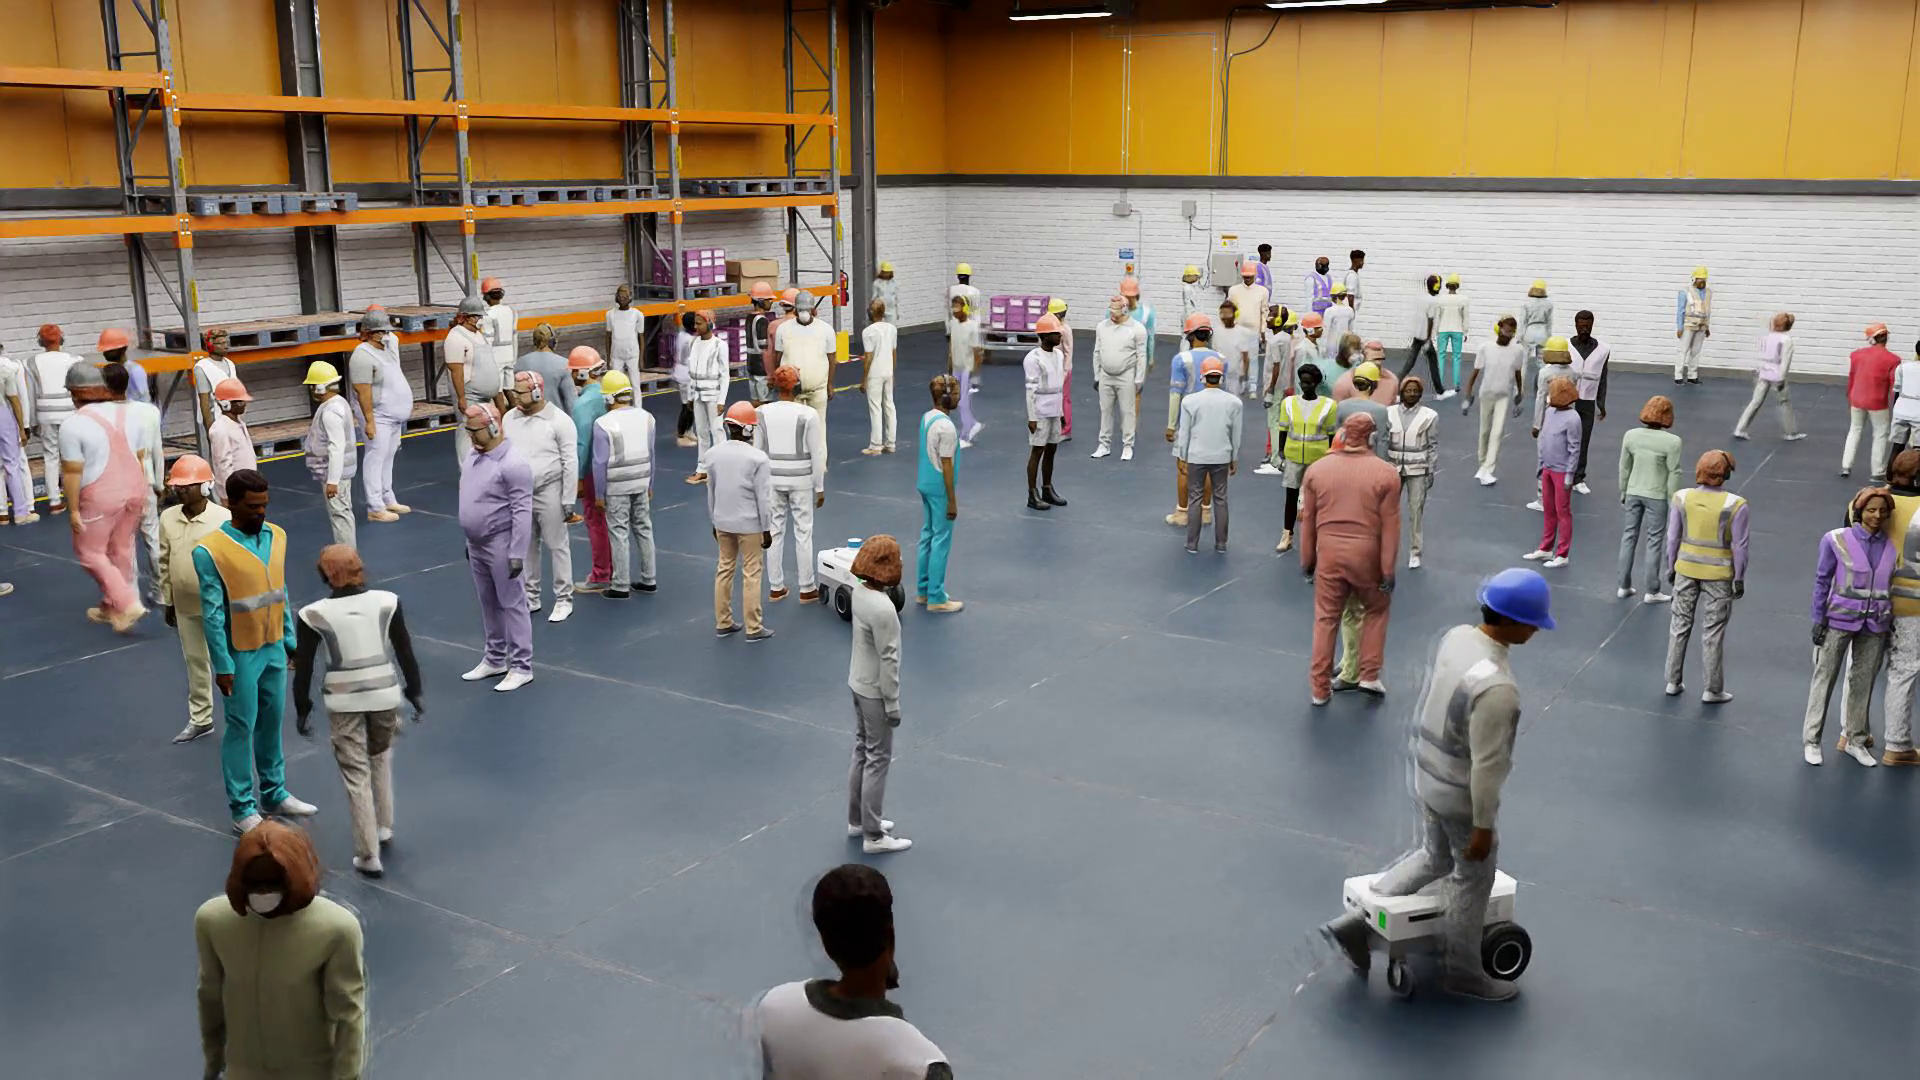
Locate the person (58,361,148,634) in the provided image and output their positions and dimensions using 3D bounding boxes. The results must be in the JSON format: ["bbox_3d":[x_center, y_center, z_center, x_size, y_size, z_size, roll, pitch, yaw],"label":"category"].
[{"bbox_3d":[-6.285,-0.330,12.239,0.682,2.000,0.706,5,14,20],"label":"person"}]

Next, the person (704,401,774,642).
[{"bbox_3d":[-1.576,-0.139,12.058,0.568,1.743,0.350,8,15,30],"label":"person"}]

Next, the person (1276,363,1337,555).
[{"bbox_3d":[3.051,-0.712,14.647,0.540,1.695,0.317,6,14,23],"label":"person"}]

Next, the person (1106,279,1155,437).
[{"bbox_3d":[2.119,-2.278,20.843,0.616,1.983,1.091,3,13,11],"label":"person"}]

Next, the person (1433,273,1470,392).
[{"bbox_3d":[7.323,-3.099,24.846,0.525,1.772,0.308,4,13,15],"label":"person"}]

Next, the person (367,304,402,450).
[{"bbox_3d":[-6.901,-1.930,19.798,0.562,1.755,0.318,8,15,32],"label":"person"}]

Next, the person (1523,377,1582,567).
[{"bbox_3d":[5.101,-0.583,14.228,0.282,1.633,0.498,-3,13,-11],"label":"person"}]

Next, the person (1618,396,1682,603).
[{"bbox_3d":[5.422,-0.325,13.105,0.282,1.633,0.501,-9,16,-35],"label":"person"}]

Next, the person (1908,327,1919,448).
[{"bbox_3d":[11.738,-2.019,19.992,0.517,1.843,0.326,0,13,1],"label":"person"}]

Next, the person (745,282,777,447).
[{"bbox_3d":[-2.290,-1.973,19.359,0.375,2.044,0.607,-6,14,-25],"label":"person"}]

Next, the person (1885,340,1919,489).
[{"bbox_3d":[9.766,-1.248,16.999,0.319,1.688,0.540,-6,14,-26],"label":"person"}]

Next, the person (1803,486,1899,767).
[{"bbox_3d":[5.139,0.494,9.538,0.514,1.642,0.310,1,13,5],"label":"person"}]

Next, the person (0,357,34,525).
[{"bbox_3d":[-9.166,-1.082,15.855,0.356,1.879,0.575,10,16,37],"label":"person"}]

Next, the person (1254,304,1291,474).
[{"bbox_3d":[3.471,-1.660,18.370,0.321,1.876,0.532,6,14,24],"label":"person"}]

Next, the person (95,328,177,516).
[{"bbox_3d":[-7.948,-1.072,15.817,0.601,1.870,1.016,12,17,41],"label":"person"}]

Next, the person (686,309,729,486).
[{"bbox_3d":[-2.696,-1.512,17.714,0.576,1.882,0.355,10,16,37],"label":"person"}]

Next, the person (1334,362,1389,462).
[{"bbox_3d":[3.425,-0.638,14.204,0.338,1.760,0.529,-10,16,-38],"label":"person"}]

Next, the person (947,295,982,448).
[{"bbox_3d":[0.054,-2.024,20.014,0.449,1.848,0.543,-11,17,-39],"label":"person"}]

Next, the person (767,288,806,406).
[{"bbox_3d":[-1.911,-1.878,19.048,0.611,1.996,0.378,6,14,26],"label":"person"}]

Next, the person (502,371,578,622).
[{"bbox_3d":[-3.185,-0.325,12.519,0.644,1.903,0.400,5,14,22],"label":"person"}]

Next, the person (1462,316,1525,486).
[{"bbox_3d":[5.700,-1.495,17.795,0.625,1.805,0.927,3,13,13],"label":"person"}]

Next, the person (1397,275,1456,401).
[{"bbox_3d":[6.656,-2.877,23.815,1.007,1.806,0.541,-5,14,-19],"label":"person"}]

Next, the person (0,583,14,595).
[{"bbox_3d":[-7.922,-0.518,13.153,0.612,1.995,0.382,3,13,12],"label":"person"}]

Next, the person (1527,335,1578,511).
[{"bbox_3d":[5.885,-1.158,16.505,0.480,1.733,0.347,-7,14,-26],"label":"person"}]

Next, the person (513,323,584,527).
[{"bbox_3d":[-3.881,-1.082,15.722,0.631,1.940,0.372,4,13,15],"label":"person"}]

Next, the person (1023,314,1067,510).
[{"bbox_3d":[0.873,-1.275,16.553,0.349,1.940,0.551,11,17,39],"label":"person"}]

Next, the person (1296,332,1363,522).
[{"bbox_3d":[3.542,-1.026,15.640,0.704,1.860,1.071,-3,13,-14],"label":"person"}]

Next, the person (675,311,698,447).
[{"bbox_3d":[-3.258,-1.922,19.974,0.356,1.663,0.576,-3,13,-13],"label":"person"}]

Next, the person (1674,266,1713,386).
[{"bbox_3d":[11.235,-3.268,25.438,0.593,1.832,0.403,-4,13,-16],"label":"person"}]

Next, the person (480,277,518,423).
[{"bbox_3d":[-5.613,-2.156,20.164,0.391,2.035,0.614,6,14,23],"label":"person"}]

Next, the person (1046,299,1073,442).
[{"bbox_3d":[1.209,-2.092,20.499,0.327,1.760,0.524,-5,14,-19],"label":"person"}]

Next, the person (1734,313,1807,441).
[{"bbox_3d":[10.025,-2.001,20.471,0.900,1.589,0.531,-2,13,-10],"label":"person"}]

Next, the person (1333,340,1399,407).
[{"bbox_3d":[3.628,-0.841,14.793,0.661,1.890,0.418,-5,14,-20],"label":"person"}]

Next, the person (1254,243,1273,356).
[{"bbox_3d":[5.344,-4.261,29.450,0.368,1.966,0.603,5,14,20],"label":"person"}]

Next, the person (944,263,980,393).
[{"bbox_3d":[0.037,-3.144,24.708,0.604,1.923,0.396,7,15,29],"label":"person"}]

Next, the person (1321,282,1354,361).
[{"bbox_3d":[5.220,-2.684,23.074,0.518,1.756,0.344,-8,15,-31],"label":"person"}]

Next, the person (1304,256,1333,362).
[{"bbox_3d":[6.014,-3.823,27.853,0.628,1.835,0.430,-12,18,-42],"label":"person"}]

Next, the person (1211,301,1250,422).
[{"bbox_3d":[3.101,-1.851,19.318,0.516,1.828,0.946,5,14,22],"label":"person"}]

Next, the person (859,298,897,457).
[{"bbox_3d":[-0.956,-1.899,19.470,0.506,1.847,0.343,-12,18,-43],"label":"person"}]

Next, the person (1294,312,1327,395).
[{"bbox_3d":[3.935,-1.687,18.743,0.319,1.755,0.572,7,15,27],"label":"person"}]
